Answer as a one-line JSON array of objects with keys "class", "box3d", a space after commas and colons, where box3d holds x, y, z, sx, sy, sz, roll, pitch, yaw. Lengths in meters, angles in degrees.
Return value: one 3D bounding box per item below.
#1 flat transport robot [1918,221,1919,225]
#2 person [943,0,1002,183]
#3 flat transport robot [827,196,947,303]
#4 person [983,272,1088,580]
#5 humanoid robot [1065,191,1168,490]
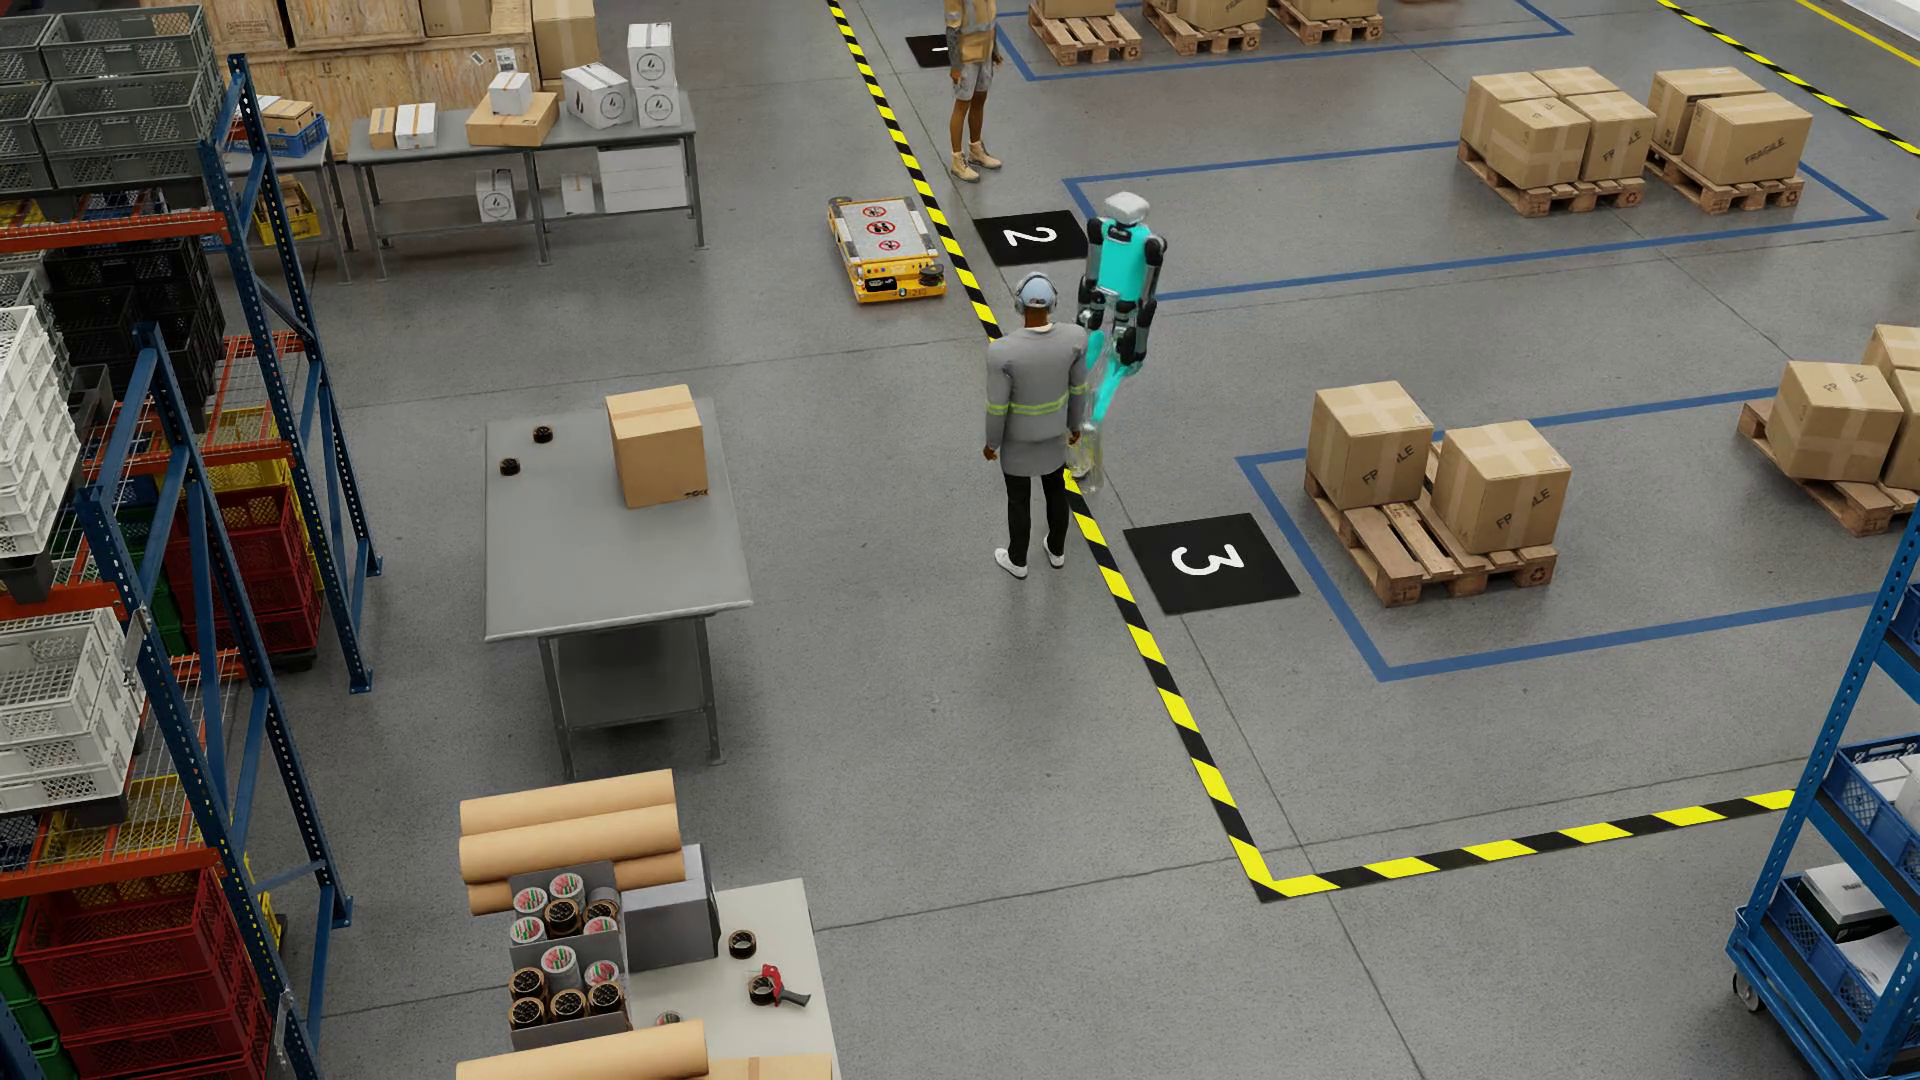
[{"class": "flat transport robot", "box3d": [7.963, -2.168, 12.445, 0.652, 0.197, 1.431, -8, 37, -10]}, {"class": "person", "box3d": [0.122, -3.904, 13.314, 0.365, 2.047, 0.606, 25, 43, 29]}, {"class": "flat transport robot", "box3d": [-0.570, -2.220, 12.538, 0.659, 0.231, 1.431, -8, 37, -10]}, {"class": "person", "box3d": [0.391, -0.624, 9.065, 0.597, 1.850, 0.397, -14, 39, -17]}, {"class": "humanoid robot", "box3d": [0.782, -1.100, 9.840, 0.536, 1.811, 0.815, 28, 45, 33]}]
